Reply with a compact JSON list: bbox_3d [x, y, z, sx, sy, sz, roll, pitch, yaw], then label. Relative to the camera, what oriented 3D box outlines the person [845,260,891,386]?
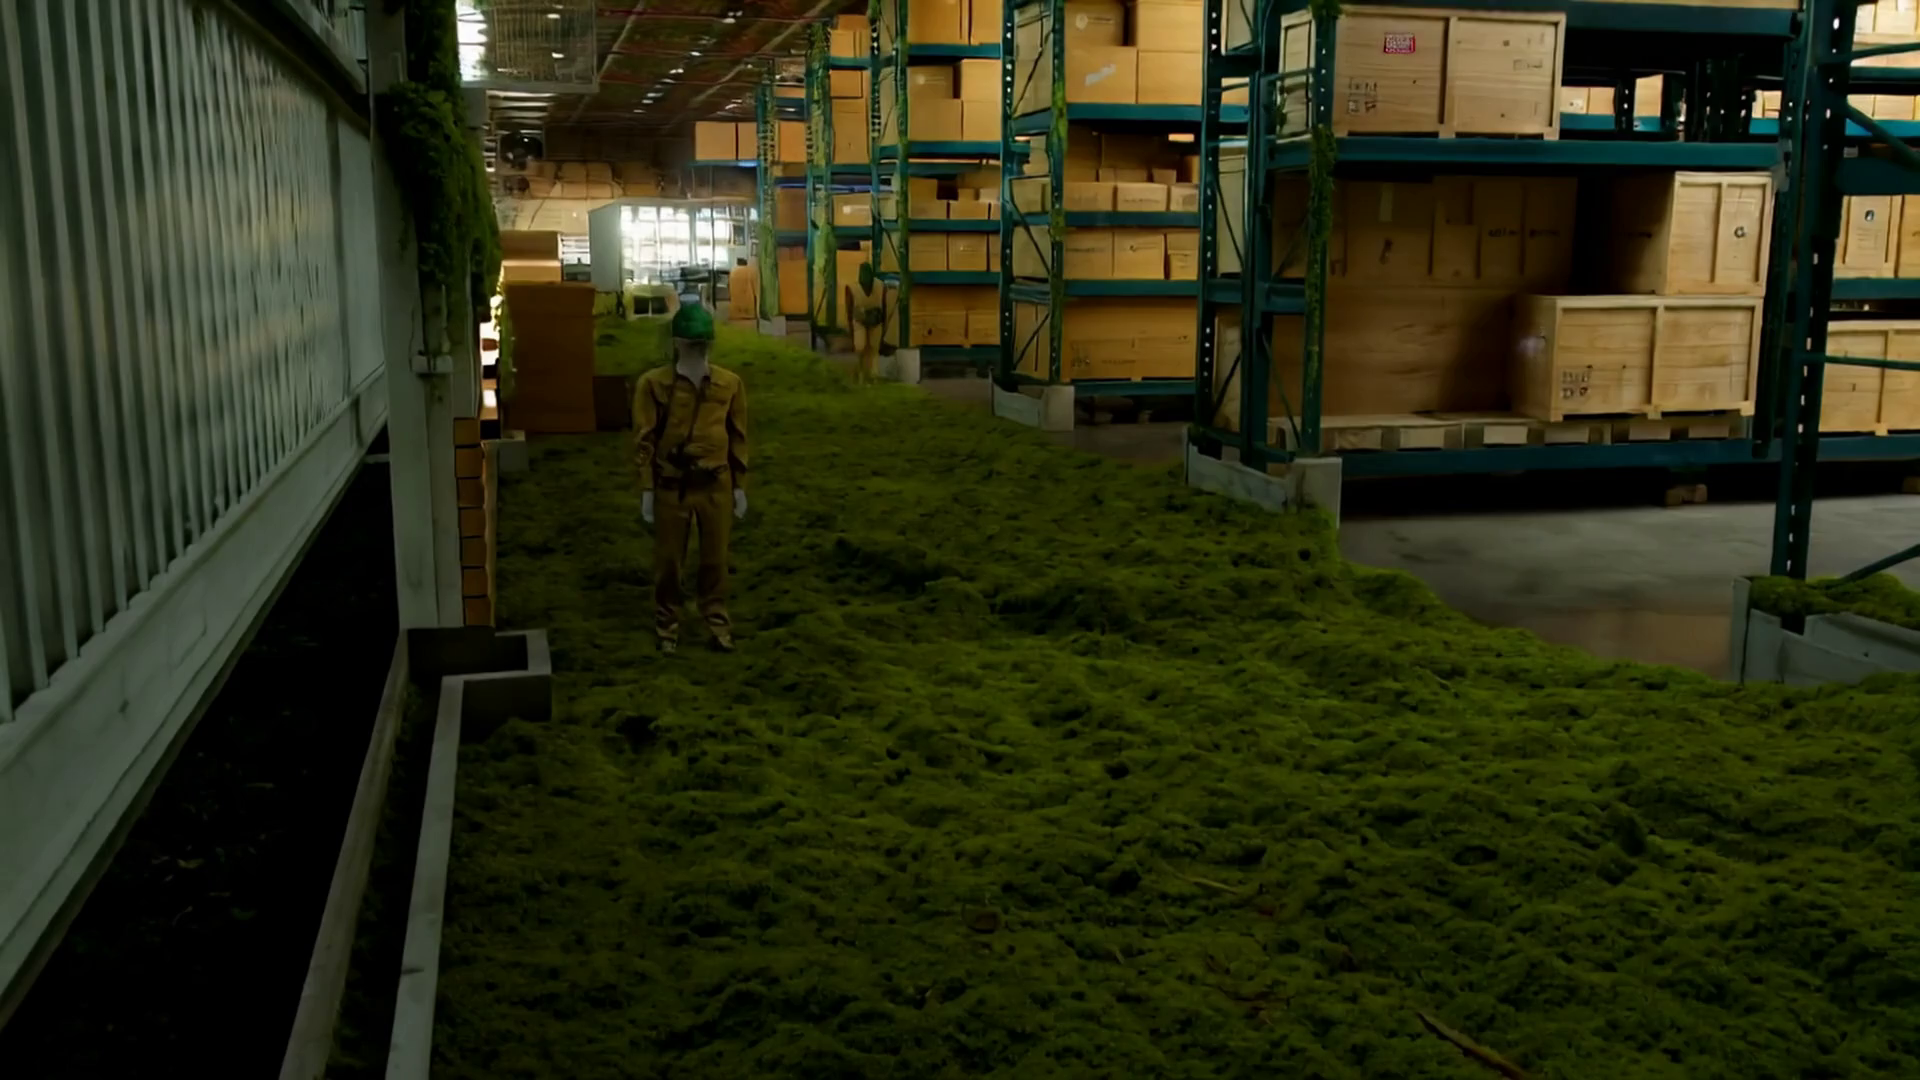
[{"bbox_3d":[-1.325,-3.133,24.121,0.637,1.823,0.588,-2,10,-13],"label":"person"}]

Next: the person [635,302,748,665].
[{"bbox_3d":[-1.301,-0.276,8.123,0.562,1.753,0.322,-4,11,-23],"label":"person"}]

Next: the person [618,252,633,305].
[{"bbox_3d":[-11.556,-9.043,57.503,0.571,1.845,0.382,-7,12,-35],"label":"person"}]
